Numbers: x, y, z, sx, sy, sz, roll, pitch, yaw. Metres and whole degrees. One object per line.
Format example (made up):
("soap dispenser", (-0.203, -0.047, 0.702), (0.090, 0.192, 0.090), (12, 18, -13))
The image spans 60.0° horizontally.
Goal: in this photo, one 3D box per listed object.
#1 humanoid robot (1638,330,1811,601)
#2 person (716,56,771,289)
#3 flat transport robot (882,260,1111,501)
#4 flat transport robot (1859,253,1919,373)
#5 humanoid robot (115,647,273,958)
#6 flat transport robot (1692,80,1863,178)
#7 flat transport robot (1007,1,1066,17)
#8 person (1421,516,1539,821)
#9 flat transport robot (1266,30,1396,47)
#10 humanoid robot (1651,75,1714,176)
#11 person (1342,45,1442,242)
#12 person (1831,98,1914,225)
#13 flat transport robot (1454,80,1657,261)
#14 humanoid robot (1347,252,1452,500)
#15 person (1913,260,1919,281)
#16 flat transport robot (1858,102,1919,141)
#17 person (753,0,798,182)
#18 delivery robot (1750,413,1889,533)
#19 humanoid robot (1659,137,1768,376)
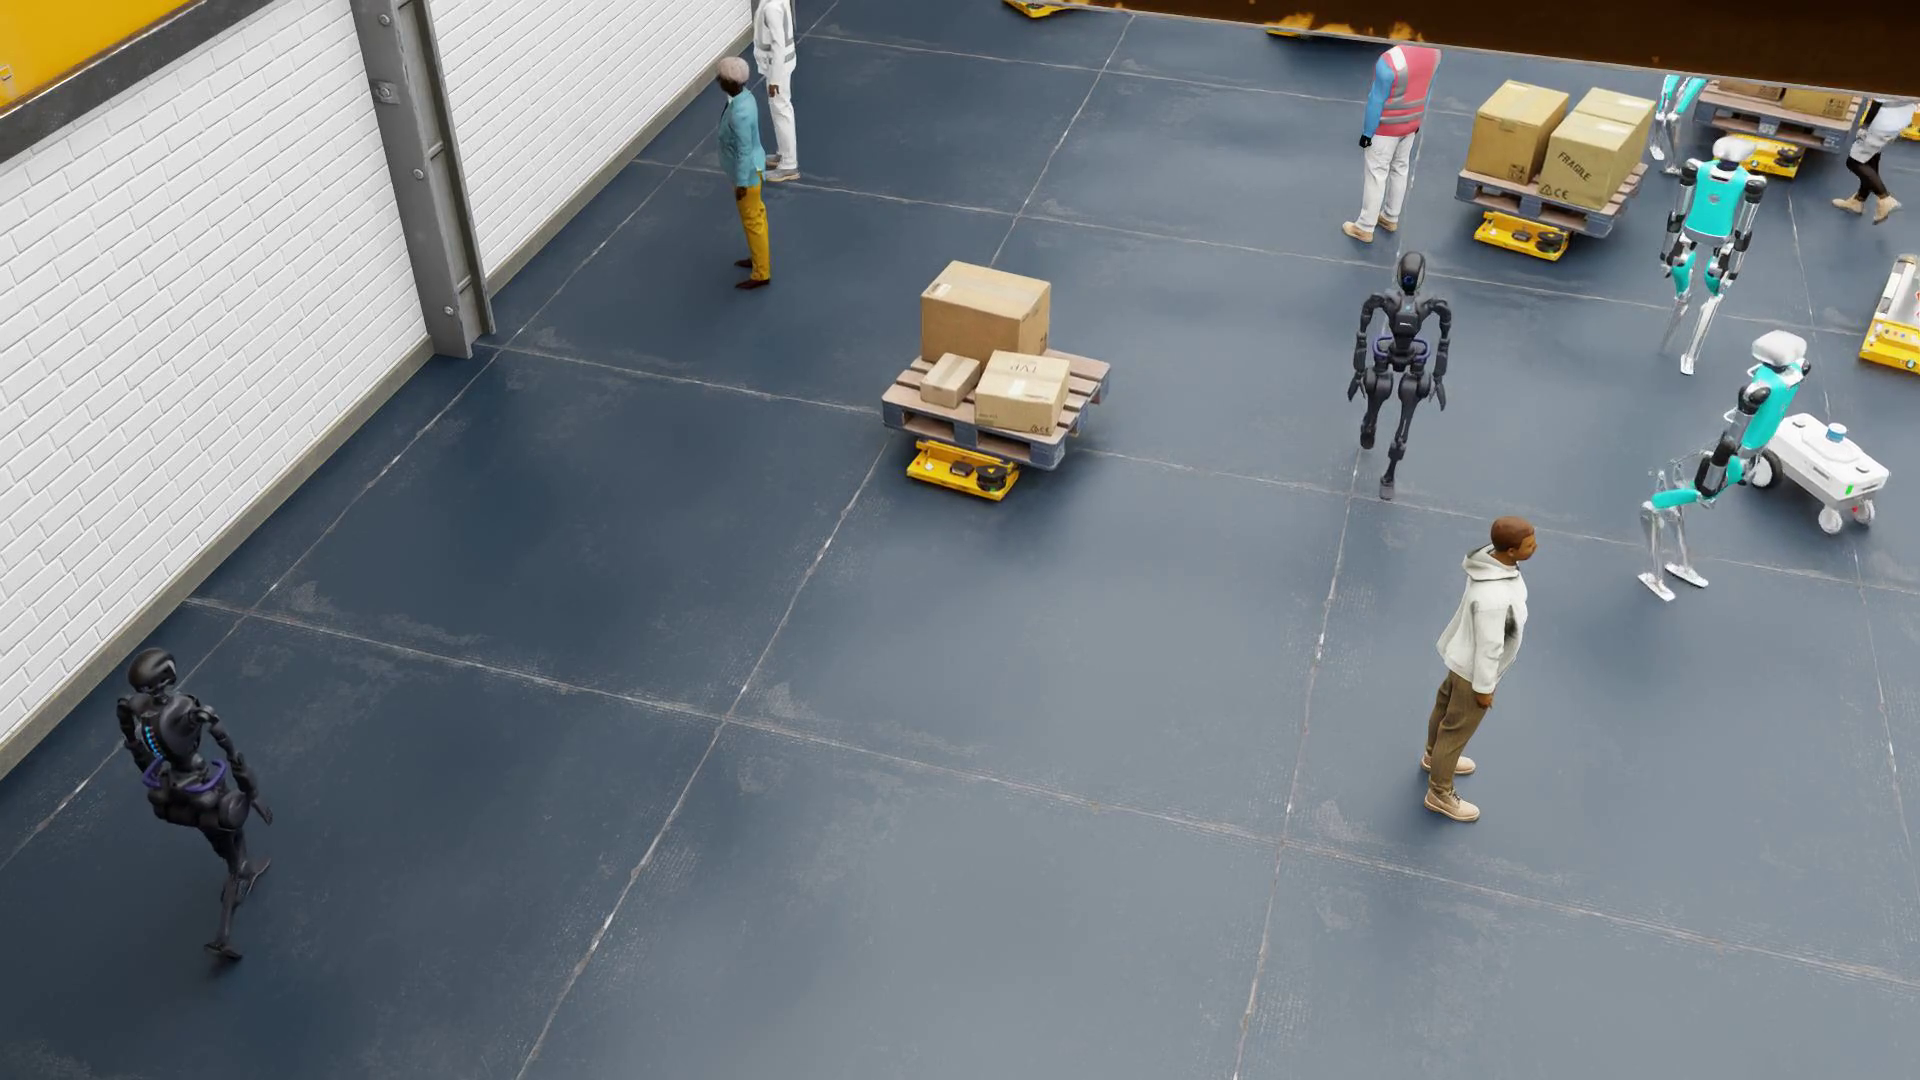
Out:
("humanoid robot", (4.196, -0.470, 9.386), (0.531, 1.749, 0.706), (-27, 46, -29))
("person", (-1.586, -2.684, 12.156), (0.339, 1.753, 0.535), (-3, 39, -3))
("flat transport robot", (0.253, -0.785, 10.980), (0.659, 0.231, 1.431), (16, 42, 19))
("flat transport robot", (6.994, -1.619, 12.018), (0.659, 0.231, 1.431), (22, 44, 25))
("humanoid robot", (-3.452, 1.167, 7.450), (0.588, 1.639, 0.702), (6, 39, 7))
("flat transport robot", (7.042, -3.568, 14.442), (0.659, 0.231, 1.431), (20, 43, 23))
("flat transport robot", (1.184, -5.670, 17.057), (1.431, 0.231, 0.659), (-19, 42, -22))
("person", (2.488, 0.596, 8.067), (0.373, 1.768, 0.521), (8, 39, 9))
("flat transport robot", (3.782, -5.111, 16.361), (1.431, 0.231, 0.659), (11, 40, 13))
("humanoid robot", (5.954, -3.883, 13.667), (0.599, 1.771, 0.855), (29, 47, 31))
("person", (3.298, -3.179, 12.714), (0.615, 1.836, 0.429), (-25, 45, -27))
("person", (7.218, -3.213, 12.877), (0.568, 1.670, 0.509), (-29, 47, -31))
("flat transport robot", (4.697, -2.675, 13.332), (0.659, 0.231, 1.431), (23, 44, 26))
("humanoid robot", (2.712, -1.070, 10.226), (0.599, 1.639, 0.589), (8, 39, 10))
("person", (7.183, -2.396, 11.899), (0.517, 1.629, 0.313), (10, 40, 13))
("flat transport robot", (8.567, -3.947, 14.914), (0.659, 0.231, 1.431), (23, 44, 25))
("person", (-1.502, -3.841, 13.492), (0.347, 1.879, 0.583), (-3, 39, -3))
("delivery robot", (5.352, -0.464, 10.357), (0.499, 0.599, 0.784), (-14, 41, -17))
("humanoid robot", (5.062, -1.922, 11.282), (0.531, 1.856, 0.711), (25, 45, 28))
